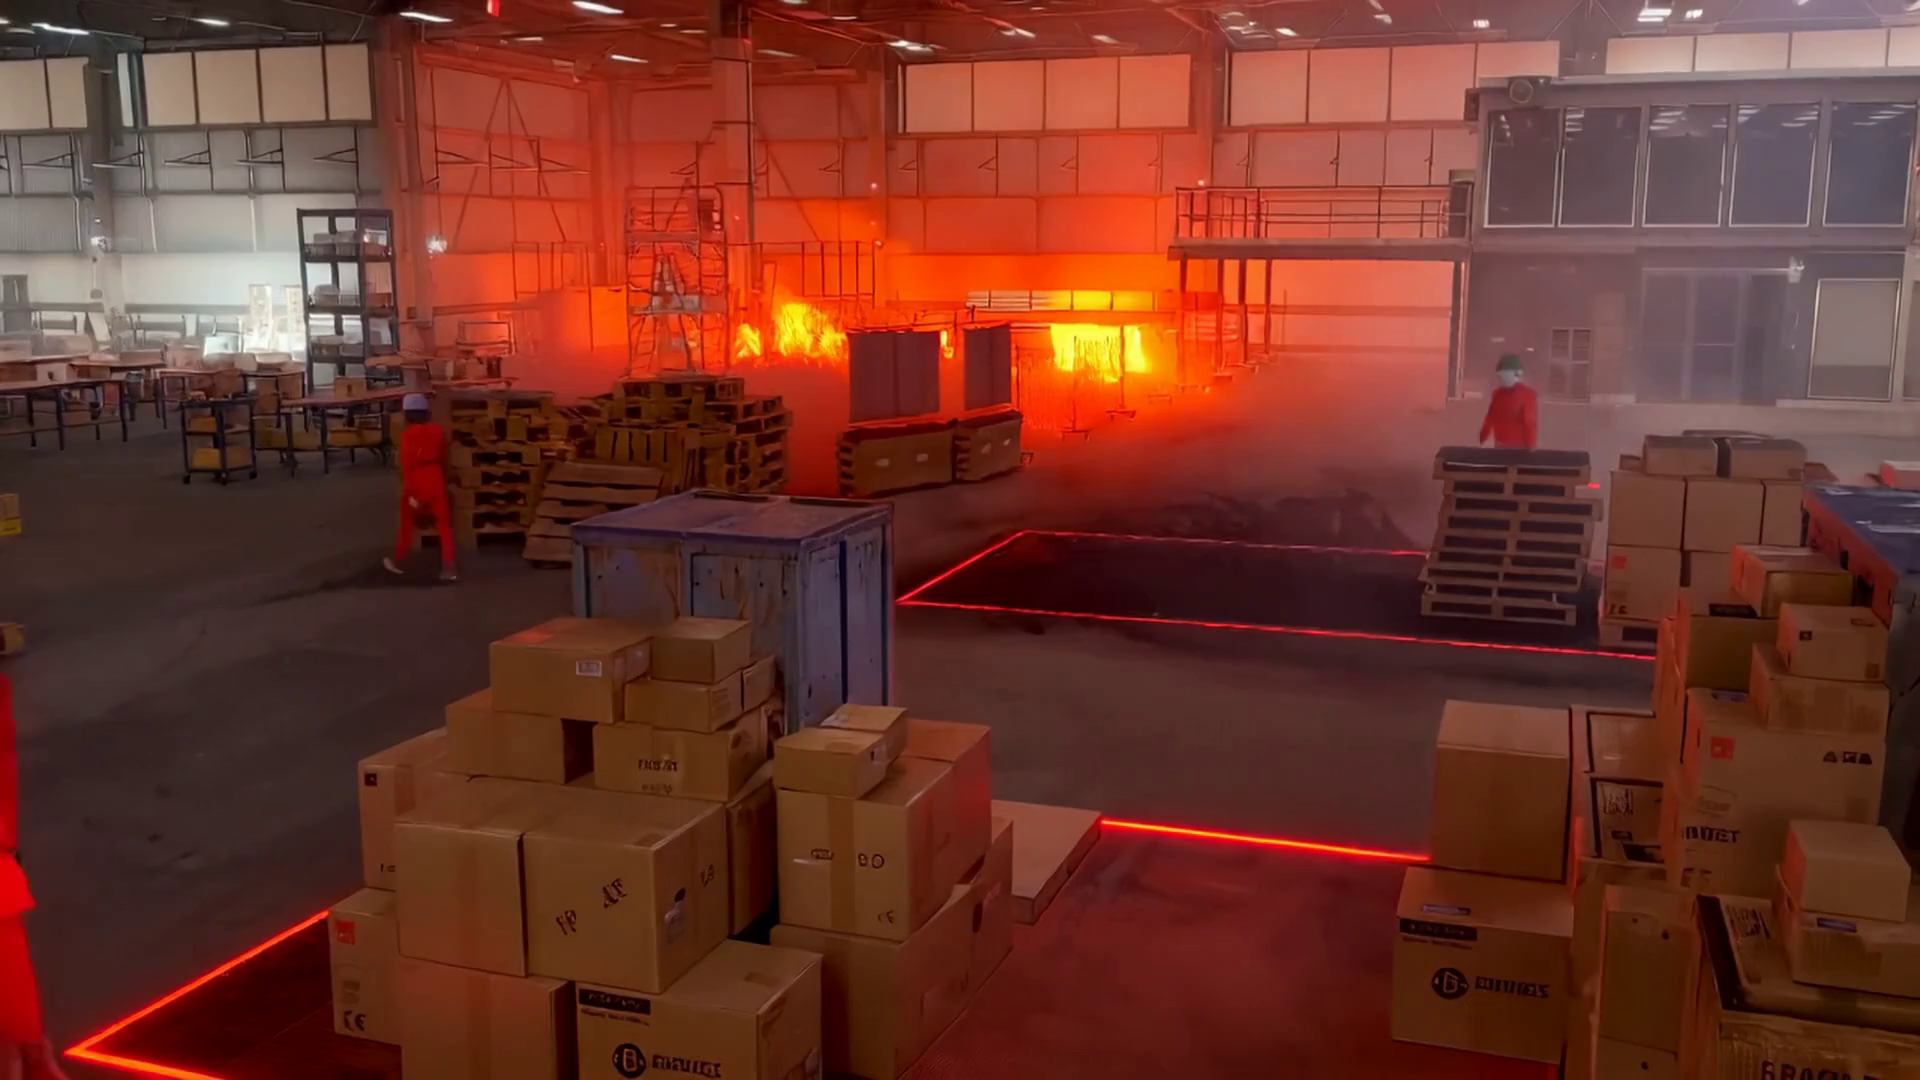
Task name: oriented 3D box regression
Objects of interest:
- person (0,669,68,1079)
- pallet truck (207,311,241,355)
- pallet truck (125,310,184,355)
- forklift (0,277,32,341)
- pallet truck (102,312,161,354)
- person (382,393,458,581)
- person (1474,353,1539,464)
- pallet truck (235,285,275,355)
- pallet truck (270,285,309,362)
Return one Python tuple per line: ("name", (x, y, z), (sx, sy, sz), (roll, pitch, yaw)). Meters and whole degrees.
("person", (-3.464, 1.078, 5.771), (0.893, 1.903, 0.550), (9, 13, 40))
("pallet truck", (-19.537, -5.575, 44.913), (0.653, 1.274, 1.630), (3, 11, 19))
("pallet truck", (-22.038, -5.665, 45.457), (0.704, 1.261, 1.522), (3, 11, 17))
("forklift", (-27.151, -6.329, 46.328), (1.157, 1.987, 2.680), (3, 11, 17))
("pallet truck", (-23.057, -5.777, 46.261), (0.680, 1.201, 1.601), (3, 11, 19))
("person", (-4.915, -0.485, 15.144), (0.904, 1.697, 0.493), (8, 13, 39))
("person", (5.562, -0.934, 16.979), (1.038, 1.939, 0.610), (-3, 10, -15))
("pallet truck", (-18.327, -5.835, 44.421), (0.823, 1.965, 1.885), (4, 11, 23))
("pallet truck", (-17.147, -5.700, 43.663), (0.823, 1.965, 1.885), (3, 11, 17))
